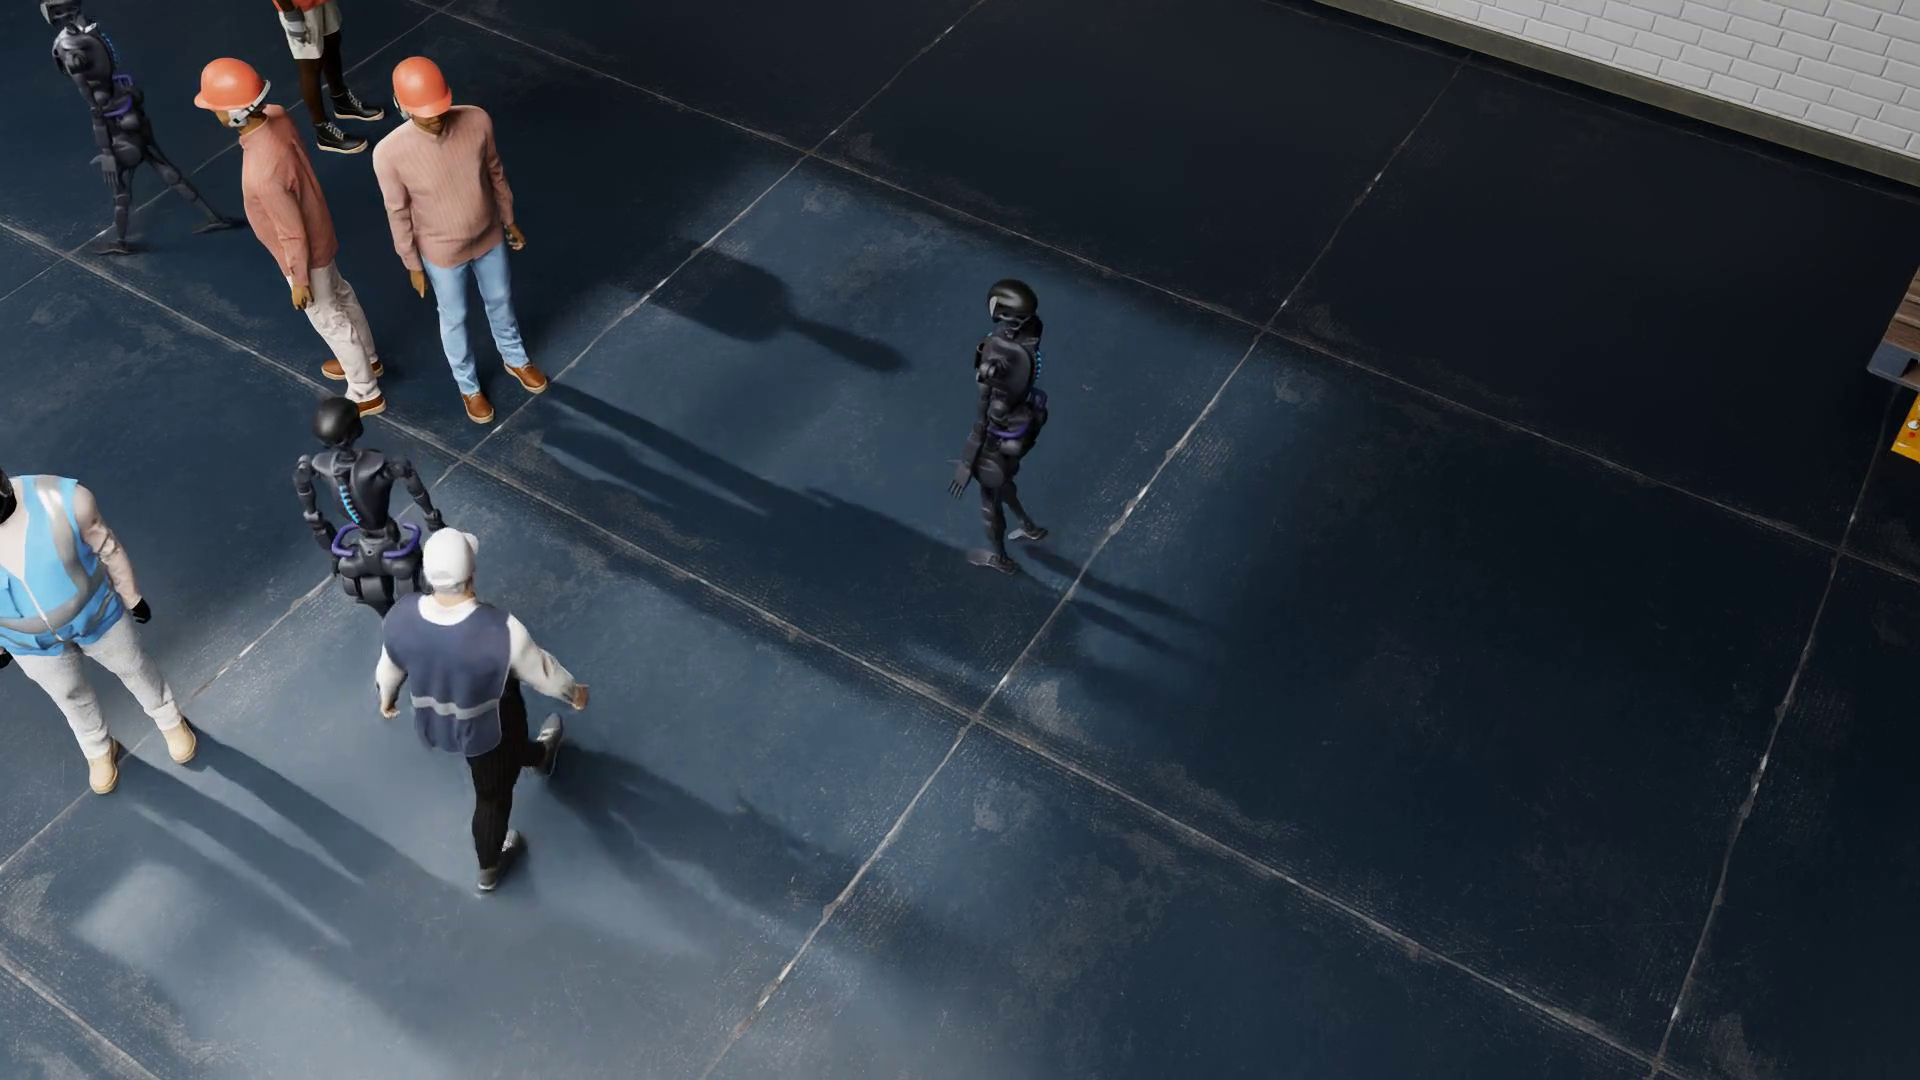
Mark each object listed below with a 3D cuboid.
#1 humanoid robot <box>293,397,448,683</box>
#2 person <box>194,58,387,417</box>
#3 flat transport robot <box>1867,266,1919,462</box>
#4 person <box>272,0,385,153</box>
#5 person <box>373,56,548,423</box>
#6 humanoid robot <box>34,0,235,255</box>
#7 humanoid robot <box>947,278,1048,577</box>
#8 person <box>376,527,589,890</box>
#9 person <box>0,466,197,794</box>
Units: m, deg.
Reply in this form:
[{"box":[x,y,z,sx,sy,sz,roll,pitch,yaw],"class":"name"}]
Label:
[{"box":[-2.336,0.125,6.775,0.601,1.648,0.460,3,49,3],"class":"humanoid robot"},{"box":[-3.147,-1.400,7.894,0.395,1.991,0.621,-9,50,-8],"class":"person"},{"box":[5.325,-0.792,8.507,0.659,0.231,1.431,28,55,23],"class":"flat transport robot"},{"box":[-3.709,-3.123,9.431,0.379,1.957,0.597,5,49,4],"class":"person"},{"box":[-2.363,-1.422,7.914,0.621,1.991,0.394,-34,57,-26],"class":"person"},{"box":[-4.514,-2.236,8.866,0.793,1.619,0.602,-11,50,-9],"class":"humanoid robot"},{"box":[0.196,-0.453,7.275,0.380,1.652,0.588,21,52,18],"class":"humanoid robot"},{"box":[-1.818,0.582,6.348,0.737,1.696,0.874,13,50,11],"class":"person"},{"box":[-3.507,0.315,6.497,0.633,1.839,0.429,-21,52,-17],"class":"person"}]
